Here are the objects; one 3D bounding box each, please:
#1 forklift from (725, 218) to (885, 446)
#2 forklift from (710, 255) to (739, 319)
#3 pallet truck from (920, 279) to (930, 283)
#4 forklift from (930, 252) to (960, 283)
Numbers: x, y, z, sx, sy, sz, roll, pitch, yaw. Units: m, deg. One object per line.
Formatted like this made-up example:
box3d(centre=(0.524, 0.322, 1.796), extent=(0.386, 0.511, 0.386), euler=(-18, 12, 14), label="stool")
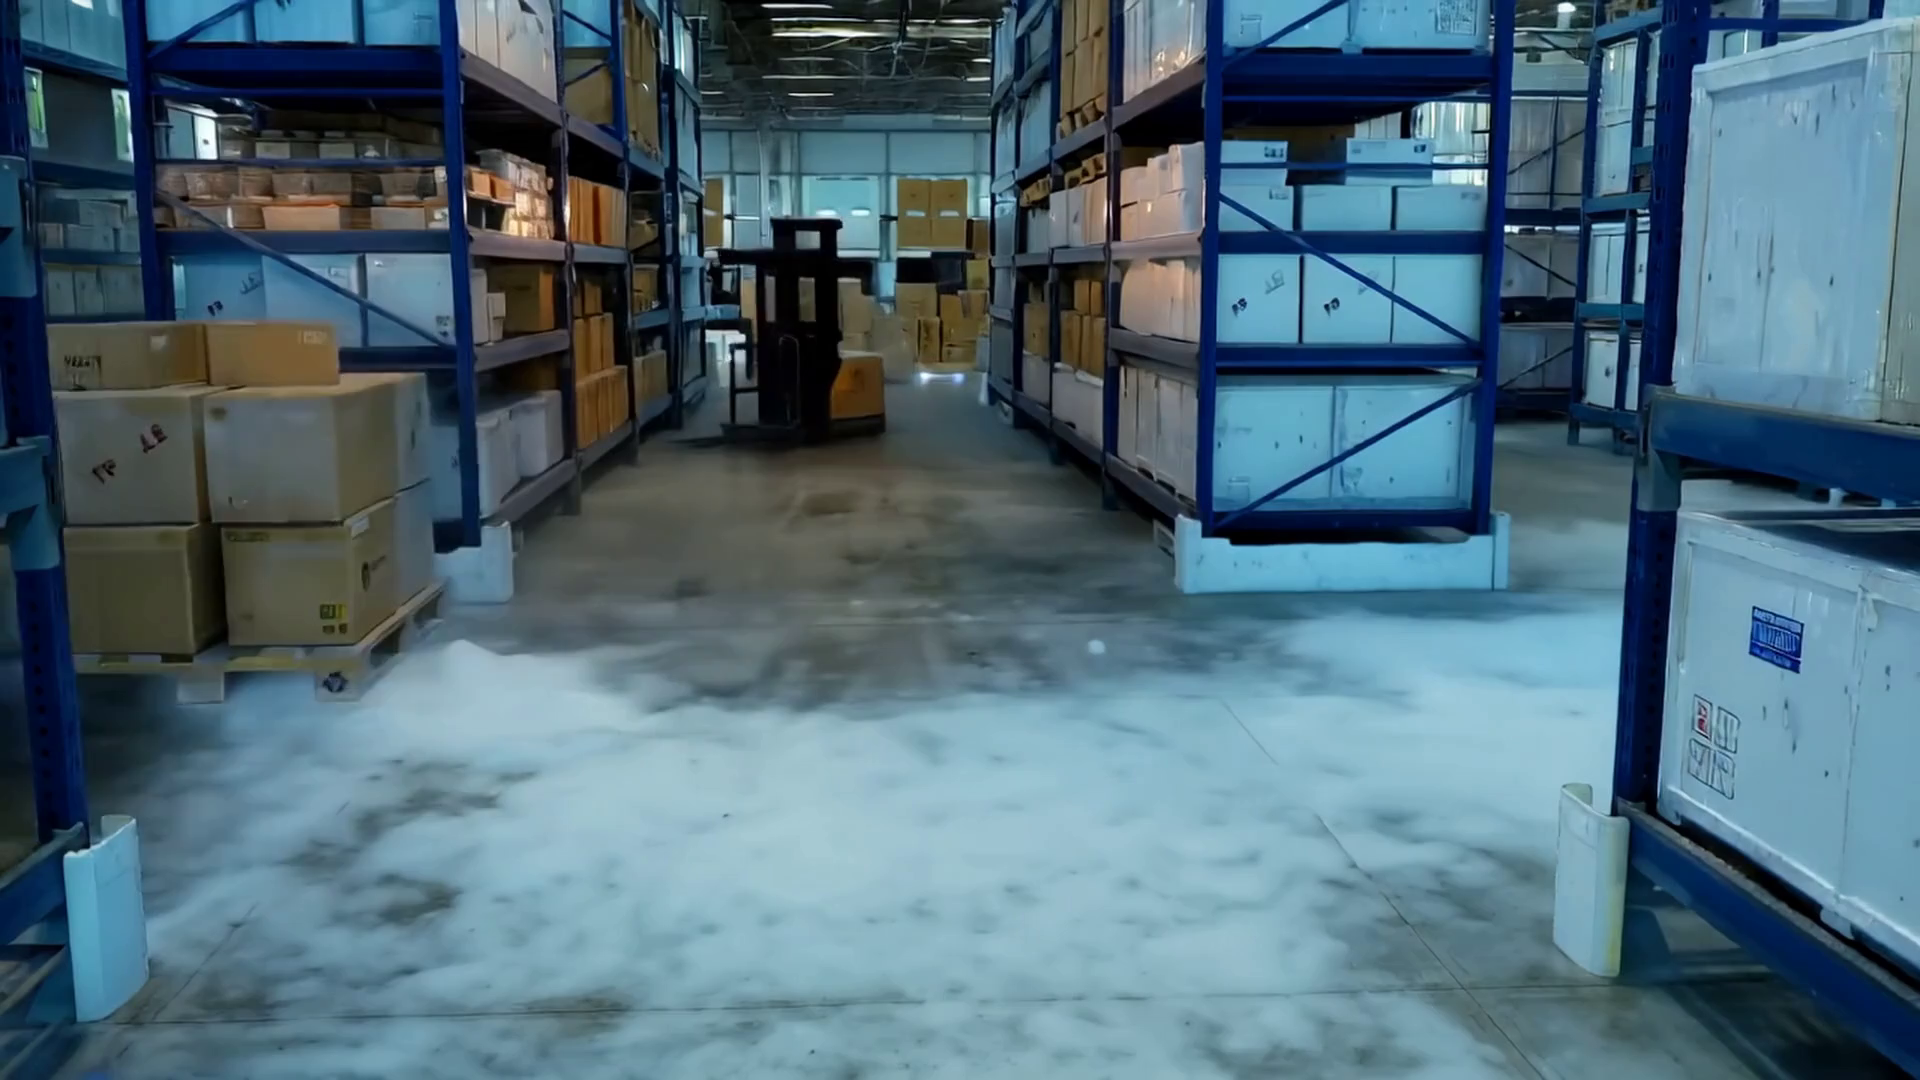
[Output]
box3d(centre=(-1.934, -2.674, 21.120), extent=(1.129, 2.768, 1.873), euler=(8, 12, 40), label="forklift")
box3d(centre=(-8.368, -8.713, 59.038), extent=(1.129, 2.768, 1.873), euler=(-1, 9, -4), label="forklift")
box3d(centre=(-0.932, -8.922, 63.114), extent=(1.885, 1.965, 0.823), euler=(2, 9, 13), label="pallet truck")
box3d(centre=(-0.462, -7.660, 52.429), extent=(1.129, 2.768, 1.873), euler=(-6, 11, -32), label="forklift")
